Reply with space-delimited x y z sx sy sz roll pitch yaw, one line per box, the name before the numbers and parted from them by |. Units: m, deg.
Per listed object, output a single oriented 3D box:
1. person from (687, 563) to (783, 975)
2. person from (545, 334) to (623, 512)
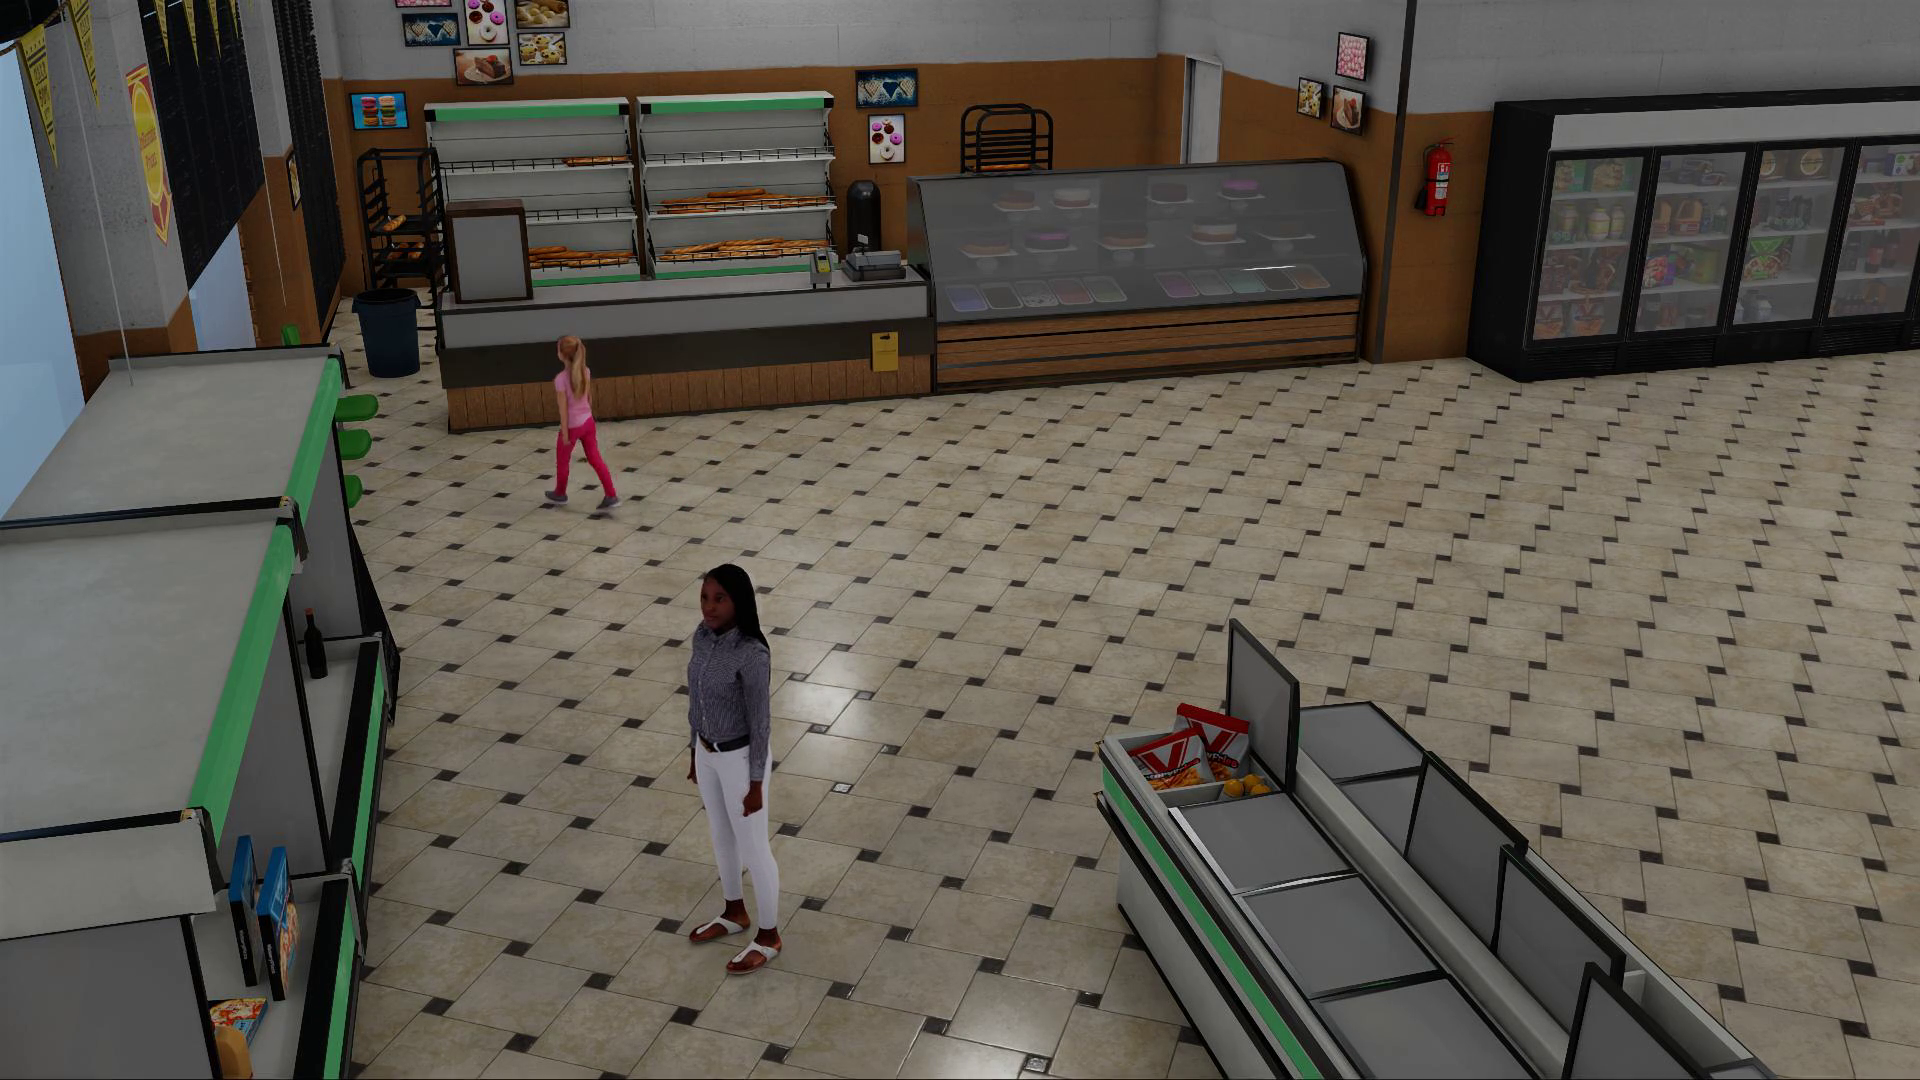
person | -0.905 0.899 6.620 0.735 1.722 0.607 -18 28 -38
person | -2.579 -0.779 11.430 0.954 1.248 0.849 15 26 32
